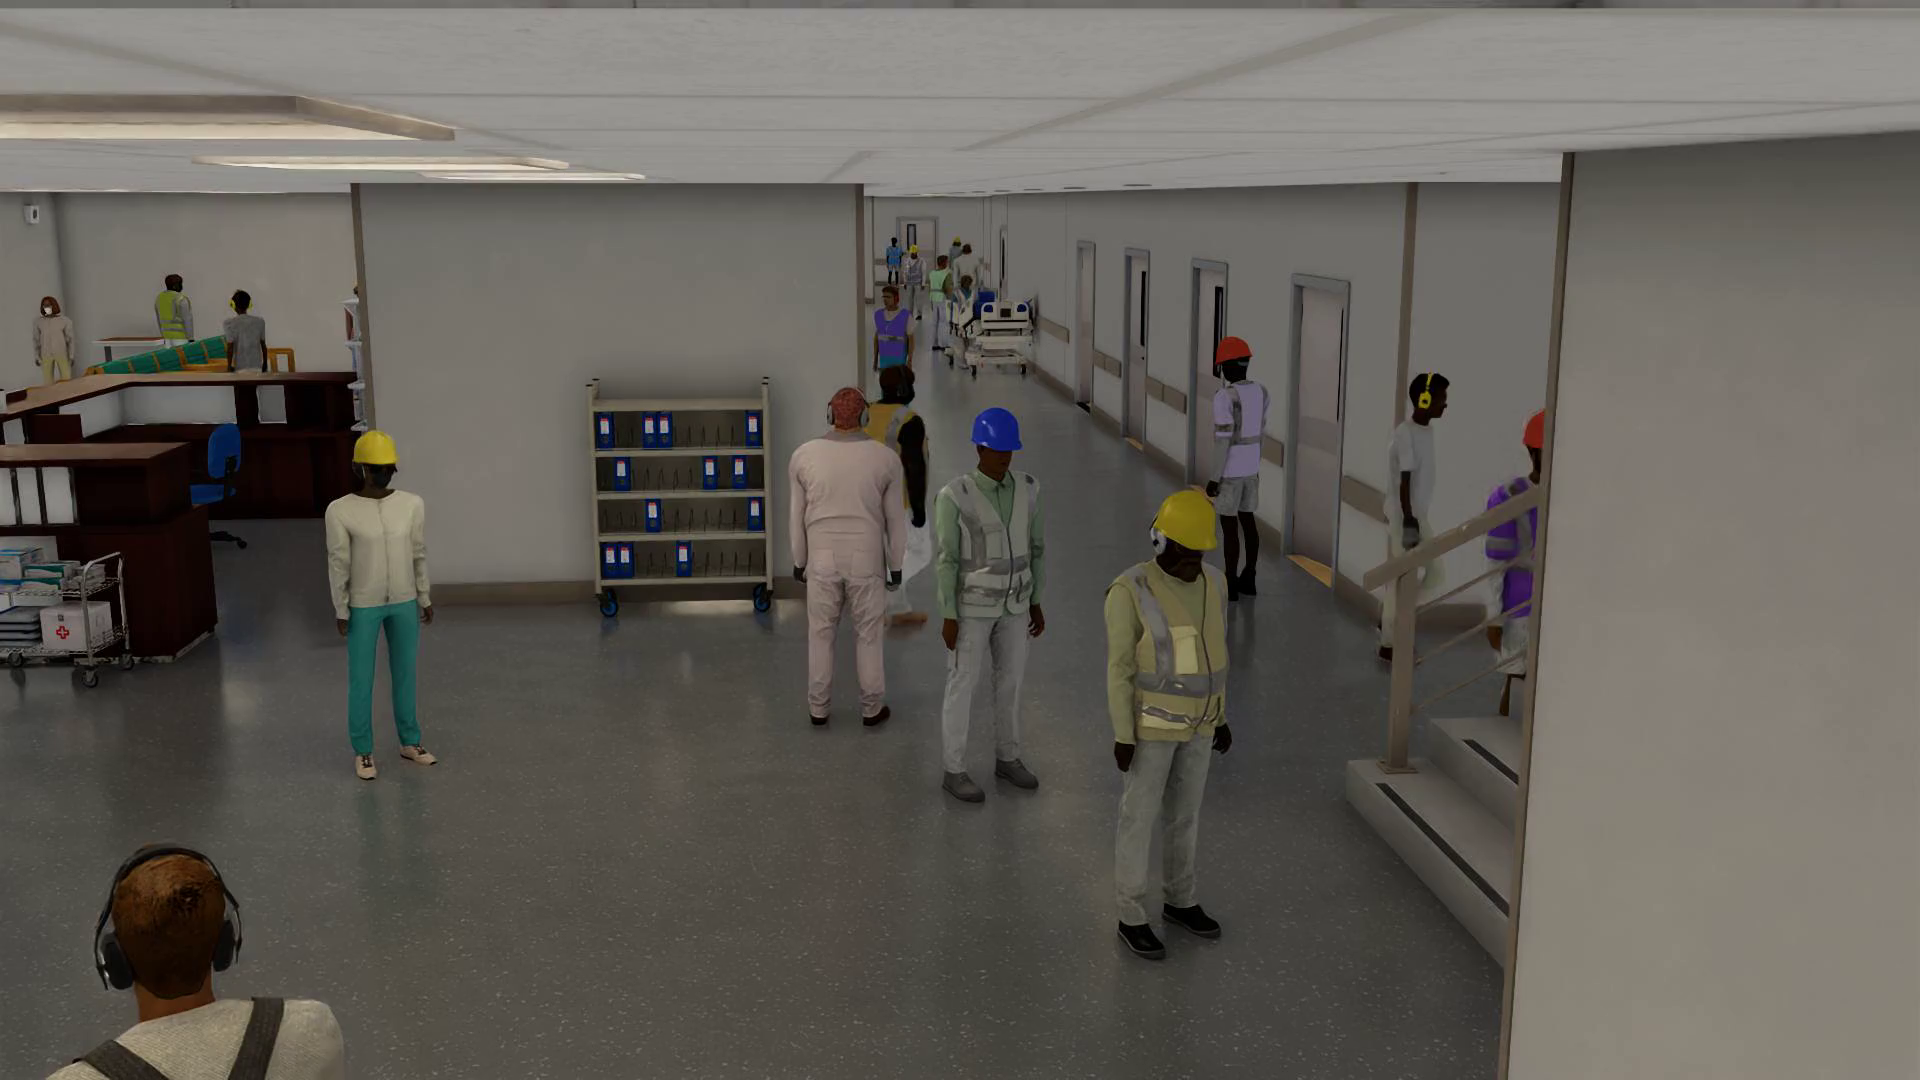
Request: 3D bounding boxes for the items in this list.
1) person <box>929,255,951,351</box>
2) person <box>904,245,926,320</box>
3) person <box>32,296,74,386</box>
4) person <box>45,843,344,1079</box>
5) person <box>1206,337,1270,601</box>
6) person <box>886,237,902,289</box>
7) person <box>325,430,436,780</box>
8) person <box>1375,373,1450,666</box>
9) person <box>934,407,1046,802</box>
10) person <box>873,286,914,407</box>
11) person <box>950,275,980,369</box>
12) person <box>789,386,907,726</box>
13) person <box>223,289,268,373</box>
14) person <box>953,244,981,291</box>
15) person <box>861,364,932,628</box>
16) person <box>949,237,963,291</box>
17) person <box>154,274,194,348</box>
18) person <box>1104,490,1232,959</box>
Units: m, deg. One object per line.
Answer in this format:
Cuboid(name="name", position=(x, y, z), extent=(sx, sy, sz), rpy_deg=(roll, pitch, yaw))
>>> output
Cuboid(name="person", position=(-0.388, -4.610, 32.368), extent=(0.392, 1.846, 0.564), rpy_deg=(-11, 16, -42))
Cuboid(name="person", position=(-1.115, -6.294, 40.665), extent=(0.590, 1.824, 0.403), rpy_deg=(6, 13, 26))
Cuboid(name="person", position=(-12.190, -2.462, 22.395), extent=(0.497, 1.633, 0.284), rpy_deg=(-3, 12, -16))
Cuboid(name="person", position=(-1.303, 1.416, 2.917), extent=(0.508, 1.844, 0.332), rpy_deg=(-10, 15, -40))
Cuboid(name="person", position=(2.000, -0.519, 12.175), extent=(0.543, 1.928, 0.370), rpy_deg=(-11, 16, -42))
Cuboid(name="person", position=(-2.161, -9.068, 54.507), extent=(0.536, 1.699, 0.322), rpy_deg=(-2, 12, -8))
Cuboid(name="person", position=(-2.937, 0.320, 8.468), extent=(0.522, 1.771, 0.306), rpy_deg=(-11, 16, -42))
Cuboid(name="person", position=(2.843, -0.118, 10.425), extent=(0.404, 1.846, 0.586), rpy_deg=(10, 15, 40))
Cuboid(name="person", position=(0.153, 0.313, 8.104), extent=(0.600, 1.938, 0.422), rpy_deg=(-7, 14, -33))
Cuboid(name="person", position=(-0.833, -2.282, 20.992), extent=(0.569, 1.843, 0.374), rpy_deg=(7, 13, 30))
Cuboid(name="person", position=(0.142, -3.749, 28.703), extent=(0.546, 1.610, 0.698), rpy_deg=(-5, 13, -23))
Cuboid(name="person", position=(-0.617, 0.098, 9.241), extent=(0.648, 1.900, 0.399), rpy_deg=(0, 12, 2))
Cuboid(name="person", position=(-8.385, -2.001, 19.559), extent=(0.332, 1.874, 0.520), rpy_deg=(11, 16, 42))
Cuboid(name="person", position=(0.158, -5.861, 38.331), extent=(0.649, 1.899, 0.917), rpy_deg=(0, 12, -1))
Cuboid(name="person", position=(-0.461, -0.273, 11.224), extent=(0.549, 1.826, 0.639), rpy_deg=(-8, 14, -35))
Cuboid(name="person", position=(-0.091, -8.783, 53.049), extent=(0.488, 1.728, 0.350), rpy_deg=(7, 14, 33))
Cuboid(name="person", position=(-11.416, -2.957, 24.306), extent=(0.626, 1.844, 0.429), rpy_deg=(5, 13, 23))
Cuboid(name="person", position=(0.833, 0.701, 6.475), extent=(0.588, 1.822, 0.403), rpy_deg=(-8, 14, -35))
